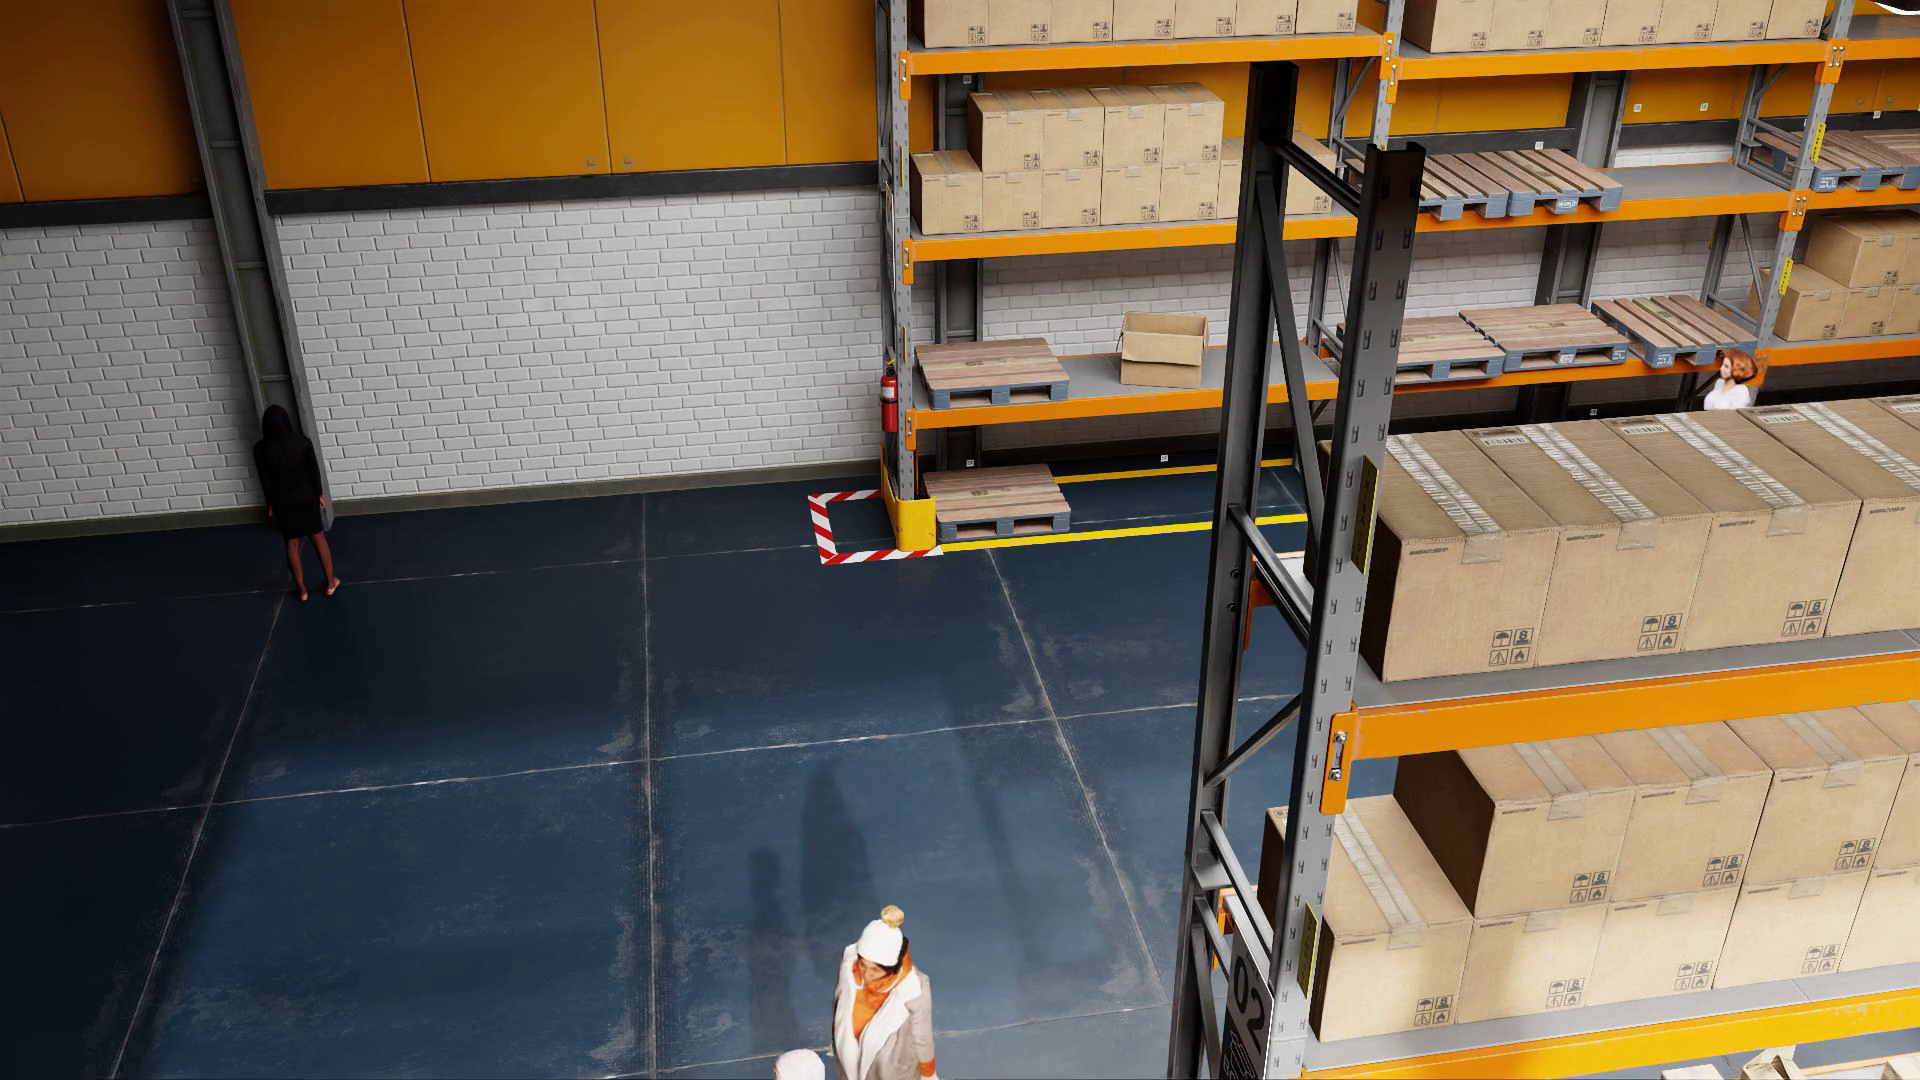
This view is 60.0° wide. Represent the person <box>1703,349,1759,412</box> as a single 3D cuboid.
[{"bbox_3d":[6.818,-0.880,14.704,0.569,1.700,0.639,-5,29,-10],"label":"person"}]

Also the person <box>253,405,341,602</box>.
[{"bbox_3d":[-5.464,-0.319,13.655,0.521,1.720,0.719,-12,31,-21],"label":"person"}]

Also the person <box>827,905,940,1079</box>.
[{"bbox_3d":[-0.316,2.489,8.350,1.167,1.871,1.261,21,35,33],"label":"person"}]
